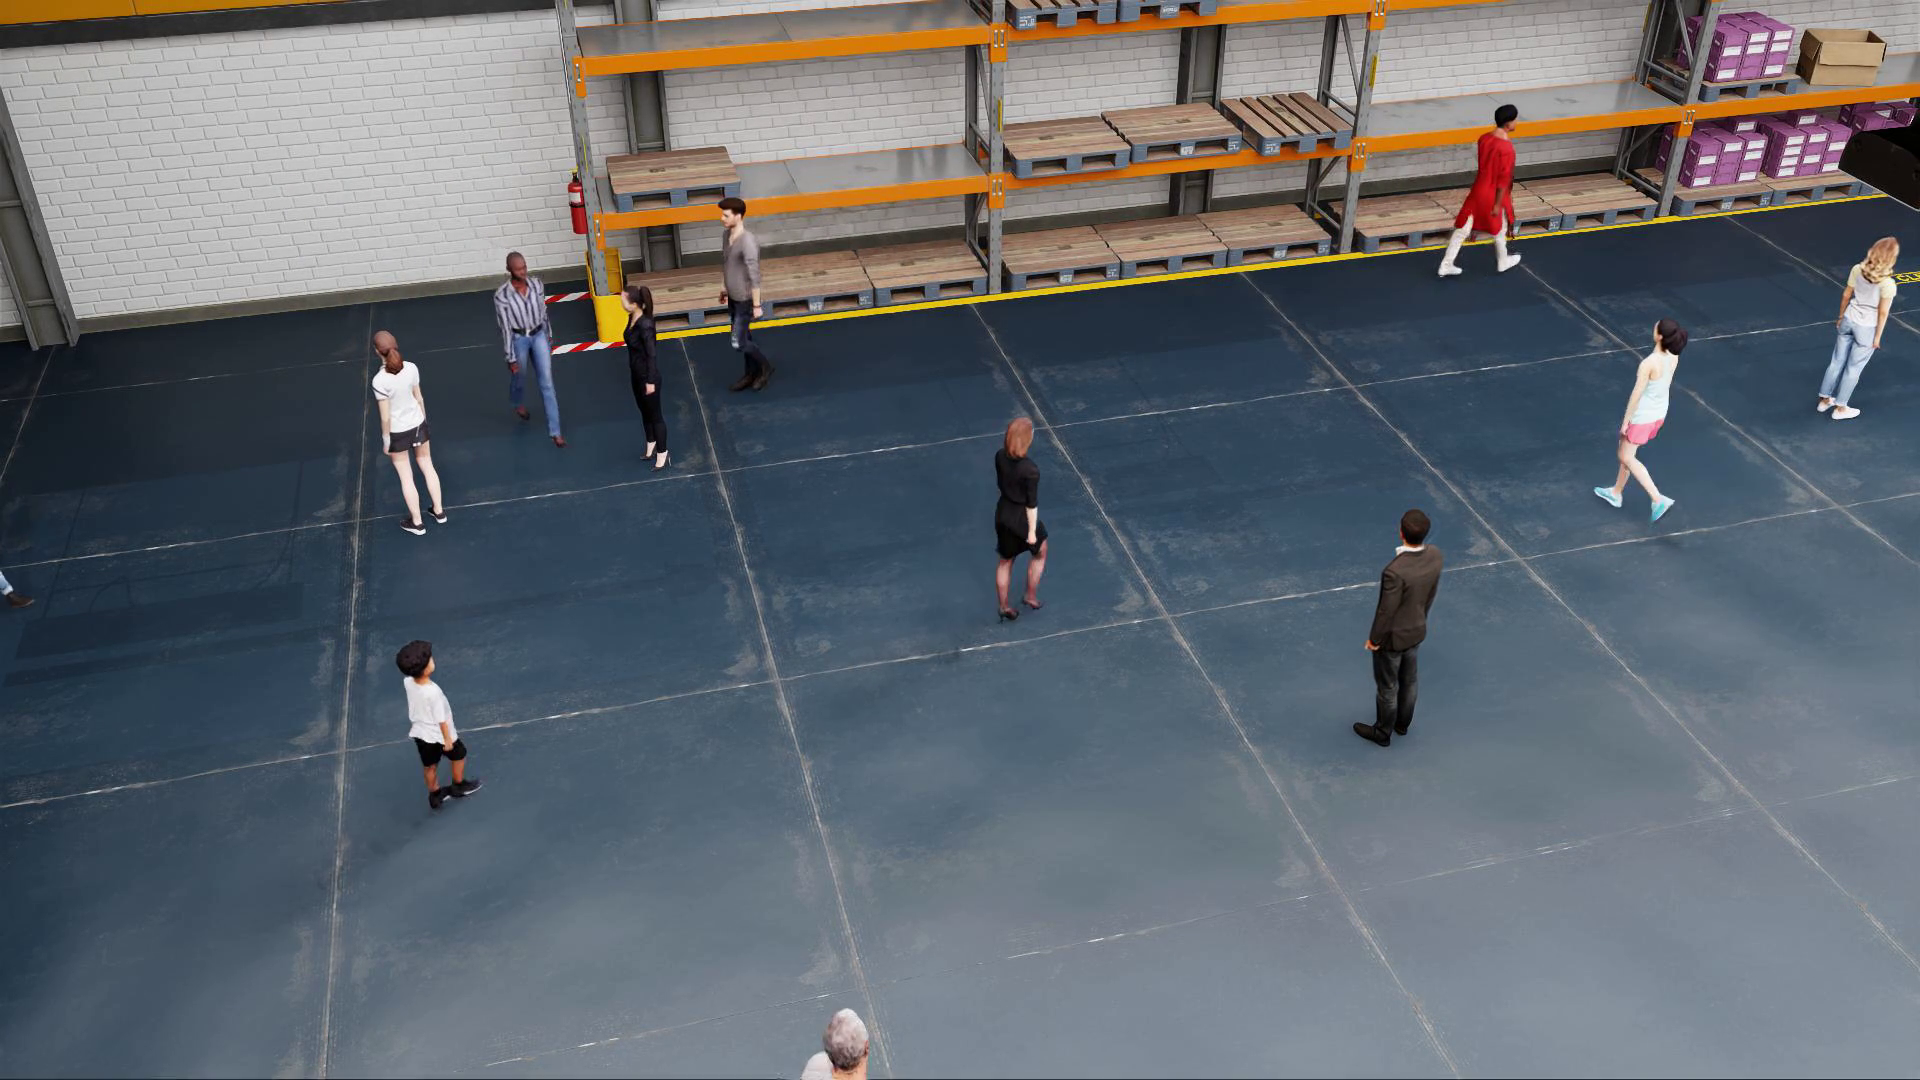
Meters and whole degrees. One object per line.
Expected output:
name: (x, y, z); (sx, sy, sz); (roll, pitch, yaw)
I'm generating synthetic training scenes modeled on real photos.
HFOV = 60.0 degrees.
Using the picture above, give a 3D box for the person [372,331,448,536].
person: (-4.411, -0.862, 13.238); (0.732, 1.752, 0.655); (25, 41, 32)

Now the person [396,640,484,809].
person: (-3.401, 1.215, 10.569); (0.640, 1.248, 0.699); (20, 38, 27)

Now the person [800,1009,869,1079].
person: (-0.580, 2.909, 7.466); (1.091, 1.862, 0.993); (-24, 41, -32)

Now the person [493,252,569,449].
person: (-3.822, -1.694, 14.491); (1.178, 1.752, 1.041); (-26, 42, -34)

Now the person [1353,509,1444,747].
person: (2.924, 0.579, 11.026); (0.619, 1.802, 0.808); (-23, 40, -30)

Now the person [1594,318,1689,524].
person: (5.554, -0.933, 13.351); (1.008, 1.747, 0.816); (-17, 37, -24)

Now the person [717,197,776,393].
person: (-1.904, -2.236, 15.181); (0.761, 1.891, 0.768); (-18, 38, -25)

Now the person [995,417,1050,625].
person: (0.358, -0.095, 12.140); (0.772, 1.691, 0.727); (-28, 42, -35)

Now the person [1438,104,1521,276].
person: (5.387, -3.556, 17.219); (1.264, 1.833, 0.835); (-14, 36, -20)

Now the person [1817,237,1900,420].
person: (8.011, -1.889, 14.811); (0.606, 1.723, 0.662); (-15, 36, -21)

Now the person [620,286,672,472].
person: (-2.658, -1.379, 14.052); (0.553, 1.714, 0.618); (-17, 37, -23)
